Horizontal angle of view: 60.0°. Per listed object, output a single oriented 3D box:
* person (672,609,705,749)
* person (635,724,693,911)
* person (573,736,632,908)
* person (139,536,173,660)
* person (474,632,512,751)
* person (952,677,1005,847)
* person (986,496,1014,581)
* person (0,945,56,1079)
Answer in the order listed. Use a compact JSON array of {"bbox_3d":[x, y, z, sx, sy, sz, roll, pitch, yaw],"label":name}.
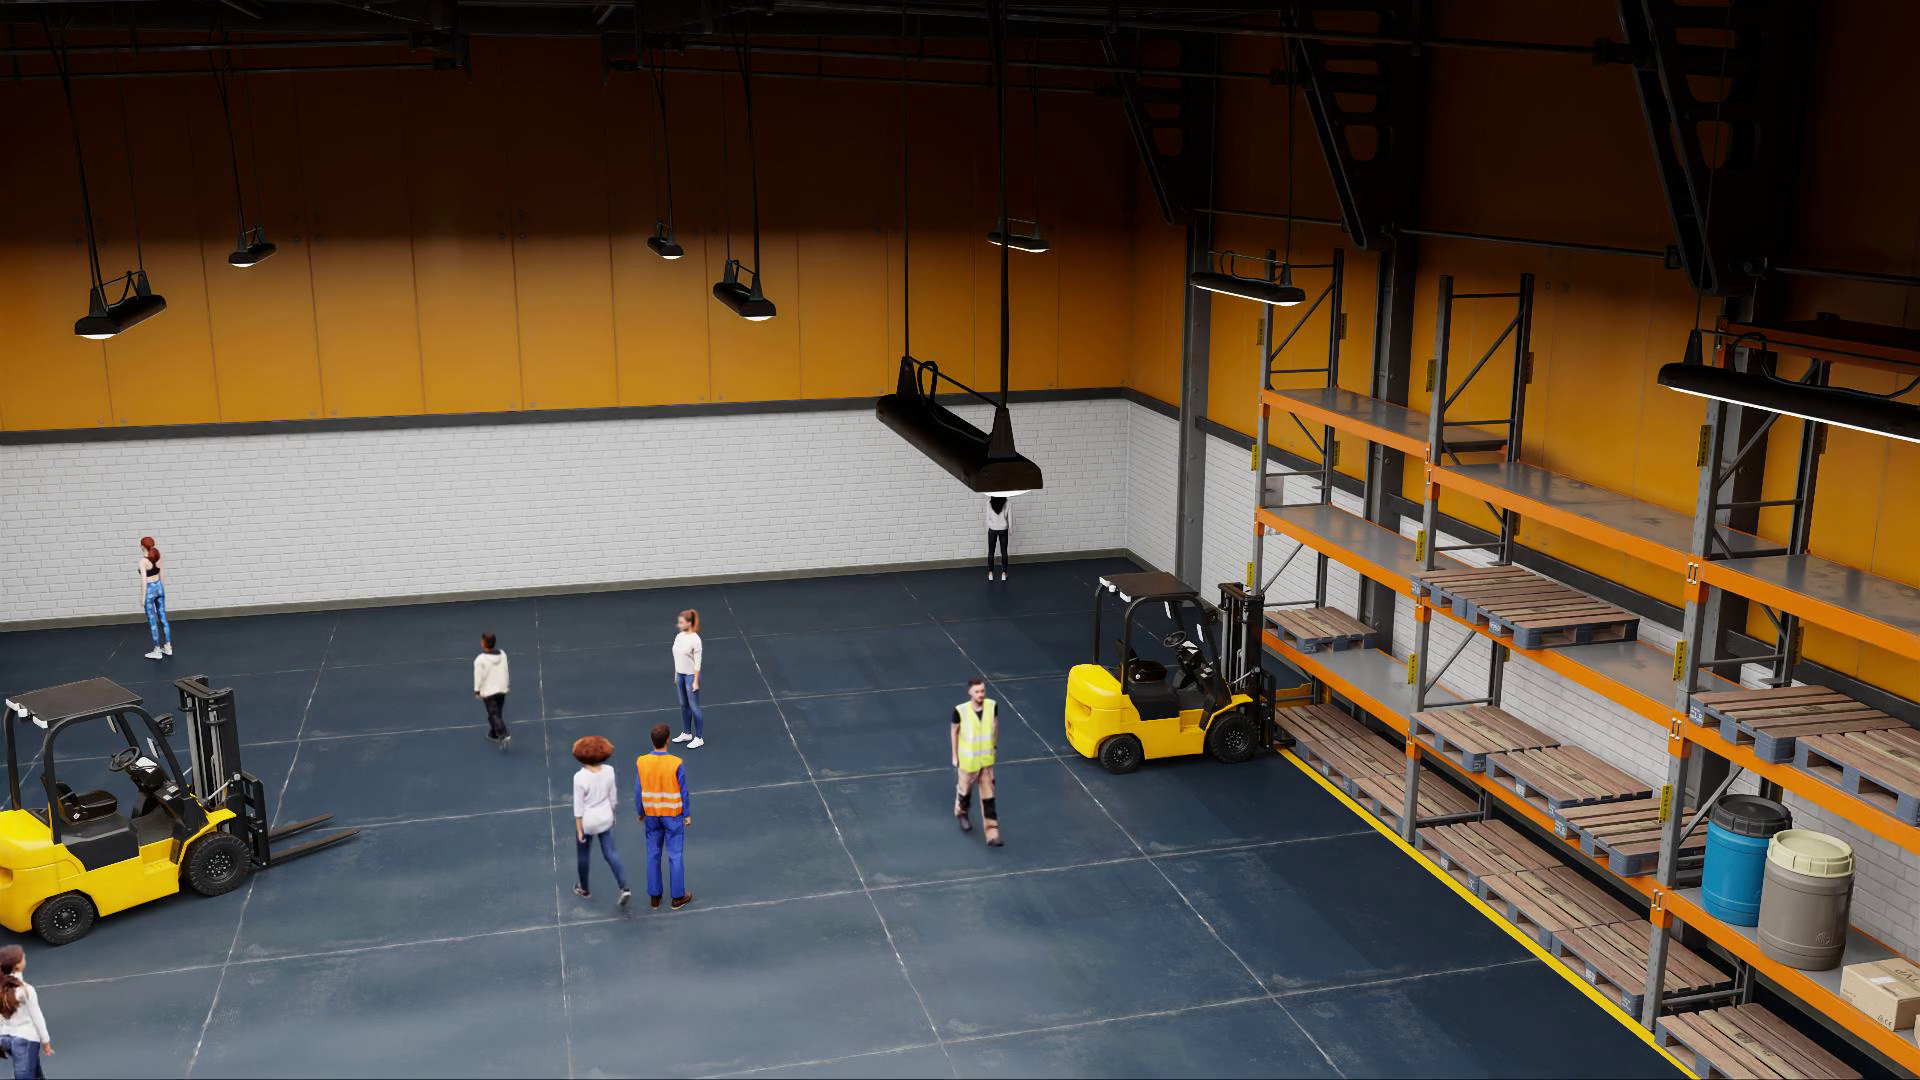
[{"bbox_3d":[-3.336,1.691,20.460,0.637,1.725,0.750,13,19,43],"label":"person"},{"bbox_3d":[-2.873,2.669,16.125,0.780,1.864,0.753,2,14,8],"label":"person"},{"bbox_3d":[-3.489,2.756,16.156,0.845,1.679,1.121,-9,16,-34],"label":"person"},{"bbox_3d":[-11.610,0.815,23.948,0.745,1.785,0.676,5,15,21],"label":"person"},{"bbox_3d":[-5.679,1.860,20.388,1.032,1.431,0.880,13,18,42],"label":"person"},{"bbox_3d":[0.145,2.319,17.715,0.752,1.796,1.165,-5,14,-18],"label":"person"},{"bbox_3d":[0.647,-0.166,28.182,0.667,1.701,0.642,1,14,2],"label":"person"},{"bbox_3d":[-6.992,3.773,12.284,0.860,1.526,1.140,3,14,12],"label":"person"}]
